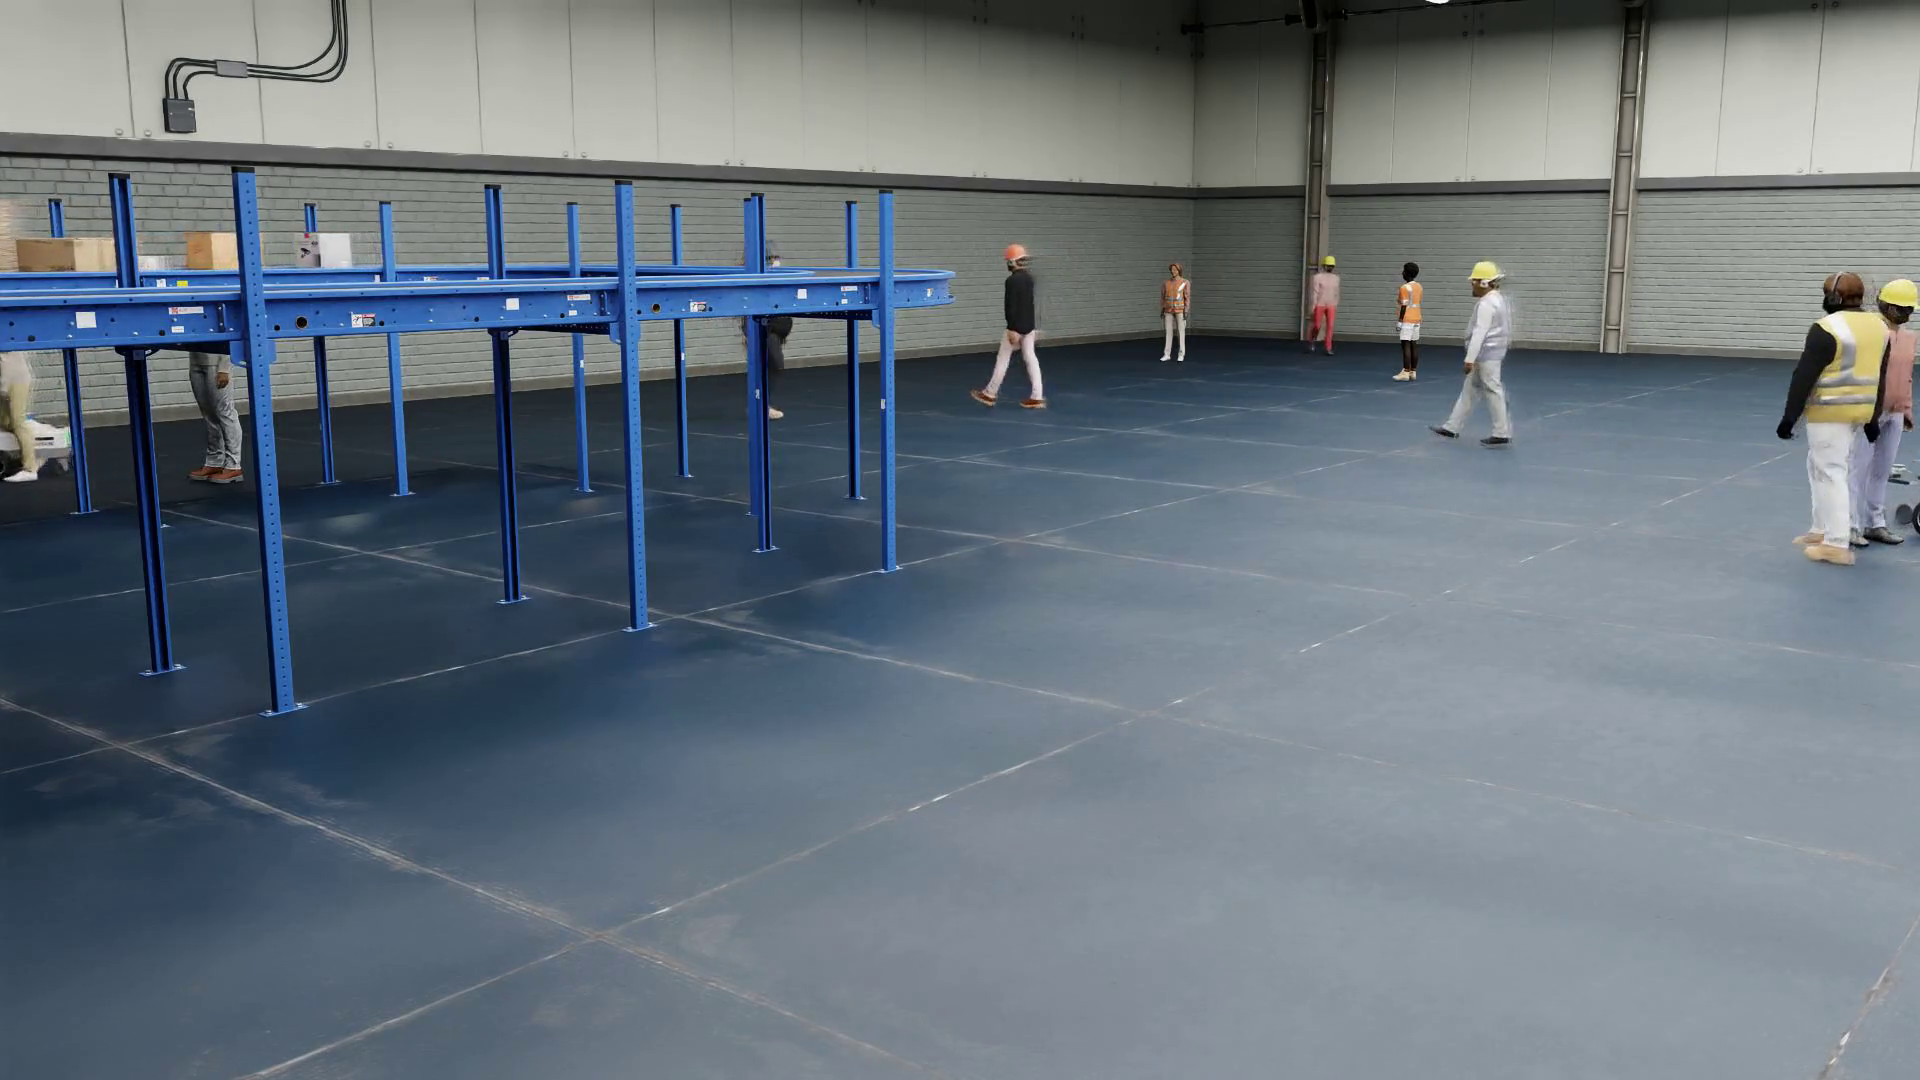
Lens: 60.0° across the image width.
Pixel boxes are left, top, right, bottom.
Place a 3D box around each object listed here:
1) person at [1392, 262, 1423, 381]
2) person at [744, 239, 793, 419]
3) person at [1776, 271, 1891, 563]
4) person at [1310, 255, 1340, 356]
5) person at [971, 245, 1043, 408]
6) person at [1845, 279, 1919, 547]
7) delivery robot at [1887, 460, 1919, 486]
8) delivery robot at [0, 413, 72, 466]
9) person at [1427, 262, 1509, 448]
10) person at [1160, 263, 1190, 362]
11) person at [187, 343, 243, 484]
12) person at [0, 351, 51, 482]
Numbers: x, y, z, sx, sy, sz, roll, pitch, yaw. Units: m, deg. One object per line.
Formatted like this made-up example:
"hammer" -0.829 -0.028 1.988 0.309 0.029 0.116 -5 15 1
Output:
"person" 6.475 -3.155 24.027 0.318 1.700 0.535 8 13 39
"person" -2.142 -2.350 18.736 0.535 2.000 0.706 2 11 13
"person" 5.486 -0.786 10.584 0.627 1.820 0.653 -6 12 -29
"person" 6.440 -4.154 29.420 0.538 1.750 0.559 -2 10 -11
"person" 0.609 -2.586 20.179 0.957 1.947 0.639 7 12 34
"person" 6.132 -0.841 11.045 0.522 1.761 0.321 -4 11 -22
"delivery robot" 6.769 -0.497 11.595 0.335 0.223 0.698 -4 10 -18
"delivery robot" -8.013 -0.851 14.288 0.707 0.478 0.477 -5 11 -24
"person" 5.022 -1.815 16.321 0.873 1.792 0.626 4 11 23
"person" 3.592 -3.806 27.799 0.514 1.641 0.308 6 12 29
"person" -6.274 -1.452 13.928 0.632 1.940 0.372 8 13 38
"person" -7.949 -1.295 13.960 0.396 1.617 0.501 -7 12 -35
